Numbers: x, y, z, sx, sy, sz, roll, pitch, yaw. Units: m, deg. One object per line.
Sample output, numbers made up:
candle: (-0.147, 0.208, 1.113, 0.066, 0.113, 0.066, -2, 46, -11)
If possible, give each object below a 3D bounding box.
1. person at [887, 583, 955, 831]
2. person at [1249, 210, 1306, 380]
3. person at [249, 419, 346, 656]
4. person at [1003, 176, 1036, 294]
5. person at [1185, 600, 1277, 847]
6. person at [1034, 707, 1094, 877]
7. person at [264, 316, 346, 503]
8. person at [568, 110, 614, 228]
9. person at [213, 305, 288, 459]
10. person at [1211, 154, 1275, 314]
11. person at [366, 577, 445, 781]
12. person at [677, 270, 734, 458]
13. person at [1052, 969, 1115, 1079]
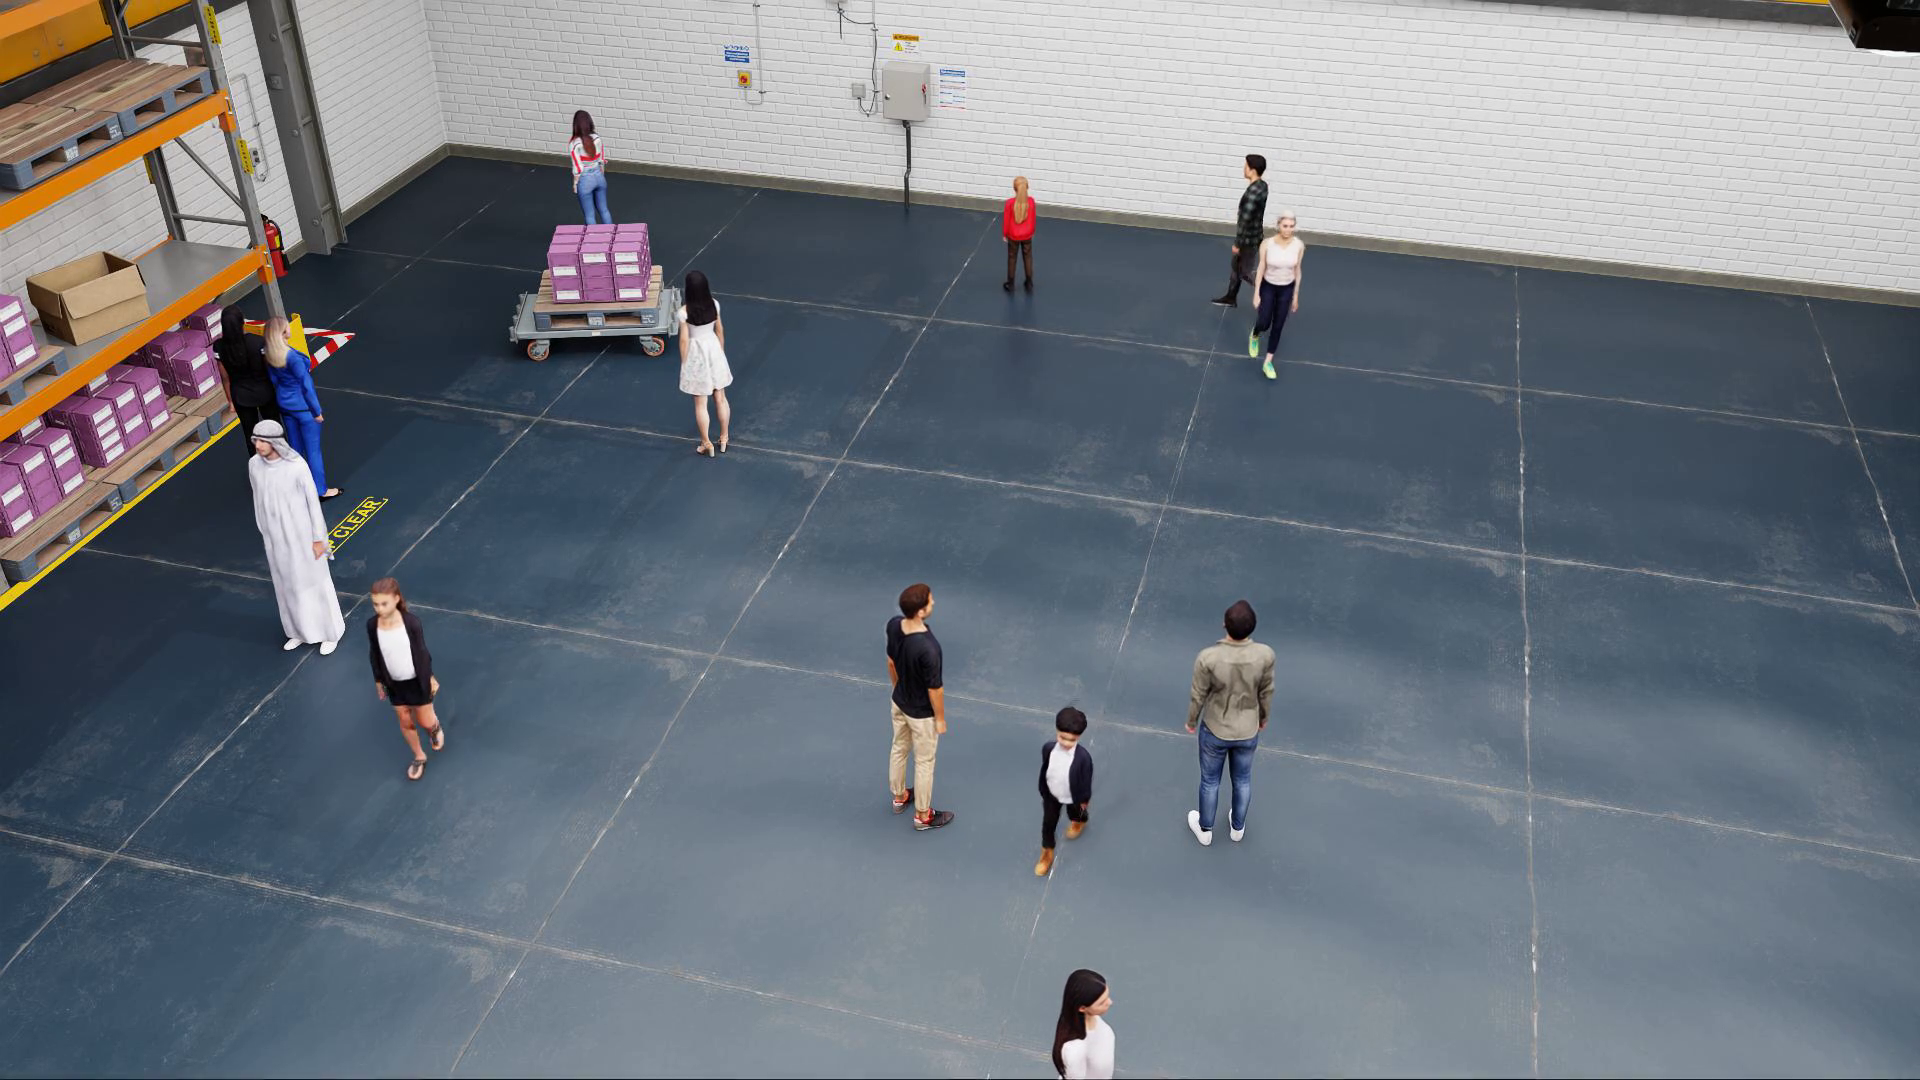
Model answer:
person: (-0.288, 1.058, 10.692, 0.738, 1.856, 0.724, -25, 41, -32)
person: (3.045, -2.425, 16.080, 0.752, 1.692, 0.879, -2, 34, -4)
person: (-4.923, -0.039, 12.279, 0.682, 1.927, 0.634, 7, 34, 10)
person: (0.636, -3.254, 17.699, 0.580, 1.281, 0.611, -7, 34, -11)
person: (1.703, 1.176, 10.506, 0.778, 1.865, 0.728, -3, 34, -5)
person: (0.698, 1.530, 10.571, 0.621, 1.203, 0.884, 17, 37, 23)
person: (-5.623, -1.116, 14.103, 0.684, 1.700, 0.646, 19, 38, 26)
person: (-4.113, -3.995, 18.514, 0.612, 1.612, 0.728, -28, 43, -35)
person: (-6.041, -1.224, 14.239, 0.710, 1.729, 0.732, -9, 35, -13)
person: (3.023, -3.075, 16.928, 0.698, 1.691, 0.933, 9, 35, 13)
person: (-3.729, 0.880, 11.239, 0.671, 1.547, 0.762, -3, 34, -4)
person: (-2.261, -1.562, 14.707, 0.770, 1.774, 0.834, -19, 38, -26)
person: (0.580, 2.763, 8.169, 0.677, 1.809, 0.489, 6, 34, 9)
